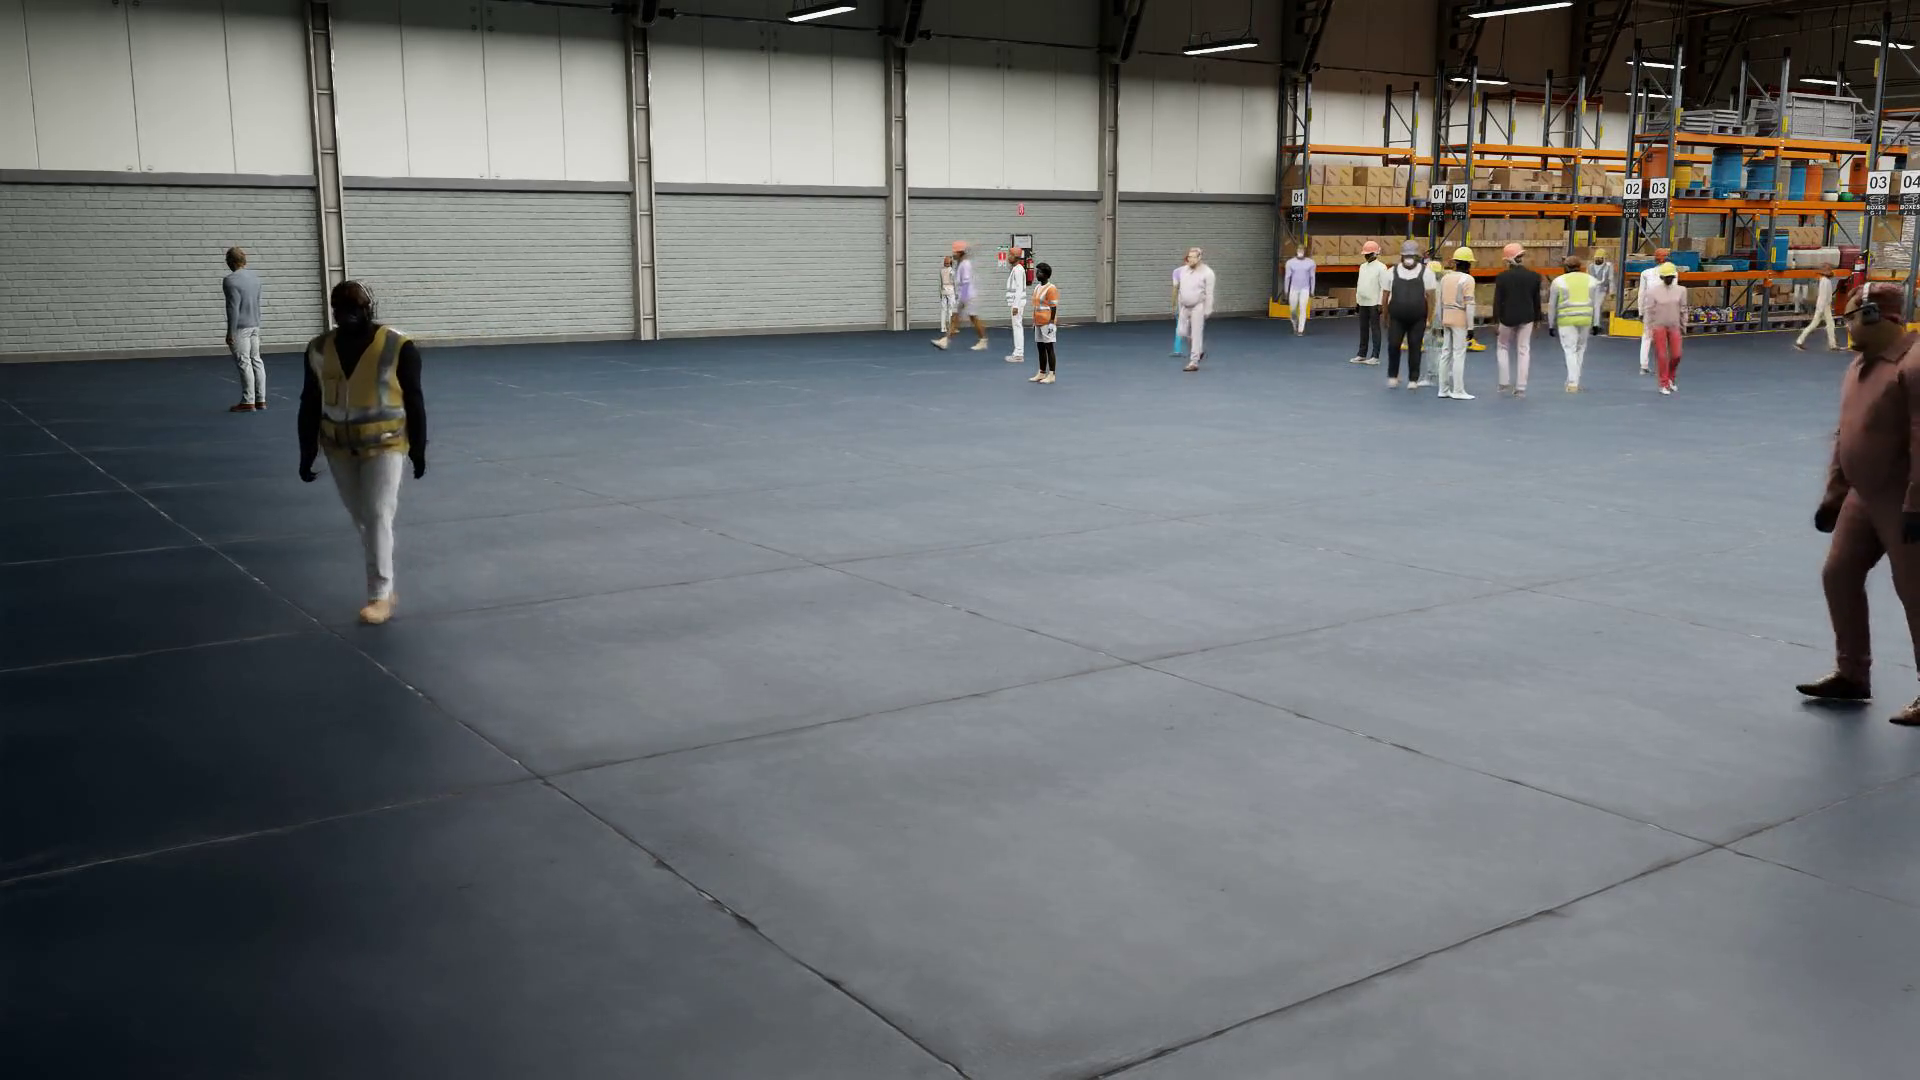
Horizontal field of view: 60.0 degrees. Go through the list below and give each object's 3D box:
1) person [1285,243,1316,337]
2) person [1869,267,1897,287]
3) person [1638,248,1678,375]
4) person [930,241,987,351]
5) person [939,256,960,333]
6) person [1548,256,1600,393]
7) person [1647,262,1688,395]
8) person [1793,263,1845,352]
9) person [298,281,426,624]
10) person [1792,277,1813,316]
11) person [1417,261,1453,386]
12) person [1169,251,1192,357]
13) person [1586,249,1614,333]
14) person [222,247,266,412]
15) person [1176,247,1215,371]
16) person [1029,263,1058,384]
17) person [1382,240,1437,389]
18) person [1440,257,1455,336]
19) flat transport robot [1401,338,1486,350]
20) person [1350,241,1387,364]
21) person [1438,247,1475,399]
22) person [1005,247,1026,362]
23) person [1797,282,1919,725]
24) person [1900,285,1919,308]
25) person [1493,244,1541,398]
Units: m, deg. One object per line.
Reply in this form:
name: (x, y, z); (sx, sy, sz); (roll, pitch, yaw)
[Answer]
person: (7.051, -5.178, 34.486); (0.632, 1.925, 0.618); (3, 11, 14)
person: (19.469, -5.216, 35.119); (0.553, 1.752, 0.402); (8, 13, 38)
person: (10.398, -3.393, 24.789); (0.337, 1.881, 0.583); (-9, 14, -41)
person: (0.022, -4.397, 30.040); (1.092, 1.973, 0.622); (-4, 11, -20)
person: (-0.235, -5.261, 35.698); (0.524, 1.639, 0.308); (9, 14, 41)
person: (8.156, -2.878, 22.212); (0.634, 1.796, 0.839); (0, 10, -1)
person: (9.226, -2.758, 21.730); (0.540, 1.738, 0.427); (1, 10, 6)
person: (15.467, -4.175, 29.869); (0.832, 1.597, 0.510); (4, 11, 20)
person: (-3.243, -0.463, 8.906); (0.647, 1.812, 0.771); (1, 10, 5)
person: (21.917, -6.631, 43.276); (0.513, 1.613, 0.452); (9, 13, 40)
person: (6.568, -2.980, 22.930); (0.455, 1.727, 0.507); (1, 10, 5)
person: (3.902, -4.028, 28.421); (0.623, 1.823, 0.447); (0, 10, -3)
person: (13.574, -5.296, 35.479); (0.813, 1.780, 0.633); (-10, 14, -44)
person: (-8.467, -2.481, 19.642); (0.355, 1.936, 0.636); (1, 10, 7)
person: (3.617, -3.544, 25.580); (0.485, 1.891, 0.667); (-9, 14, -42)
person: (1.179, -3.045, 23.395); (0.316, 1.695, 0.541); (-5, 11, -26)
person: (6.049, -3.046, 22.457); (0.714, 2.000, 0.646); (3, 11, 18)
person: (10.016, -4.999, 34.281); (0.280, 1.632, 0.501); (-9, 14, -42)
flat transport robot: (8.693, -3.553, 30.091); (1.431, 0.197, 0.652); (-1, 10, -7)
person: (6.647, -3.847, 26.994); (0.387, 1.988, 0.608); (-6, 12, -31)
person: (6.328, -2.750, 21.147); (0.388, 1.927, 0.589); (-5, 11, -25)
person: (0.921, -3.885, 27.483); (0.345, 1.883, 0.584); (0, 10, 0)
person: (3.998, -0.167, 7.162); (0.576, 1.866, 0.679); (0, 10, -2)
person: (19.257, -5.001, 33.477); (0.628, 1.932, 0.365); (5, 11, 25)
person: (7.181, -2.833, 21.488); (0.647, 1.962, 0.661); (1, 10, 5)
